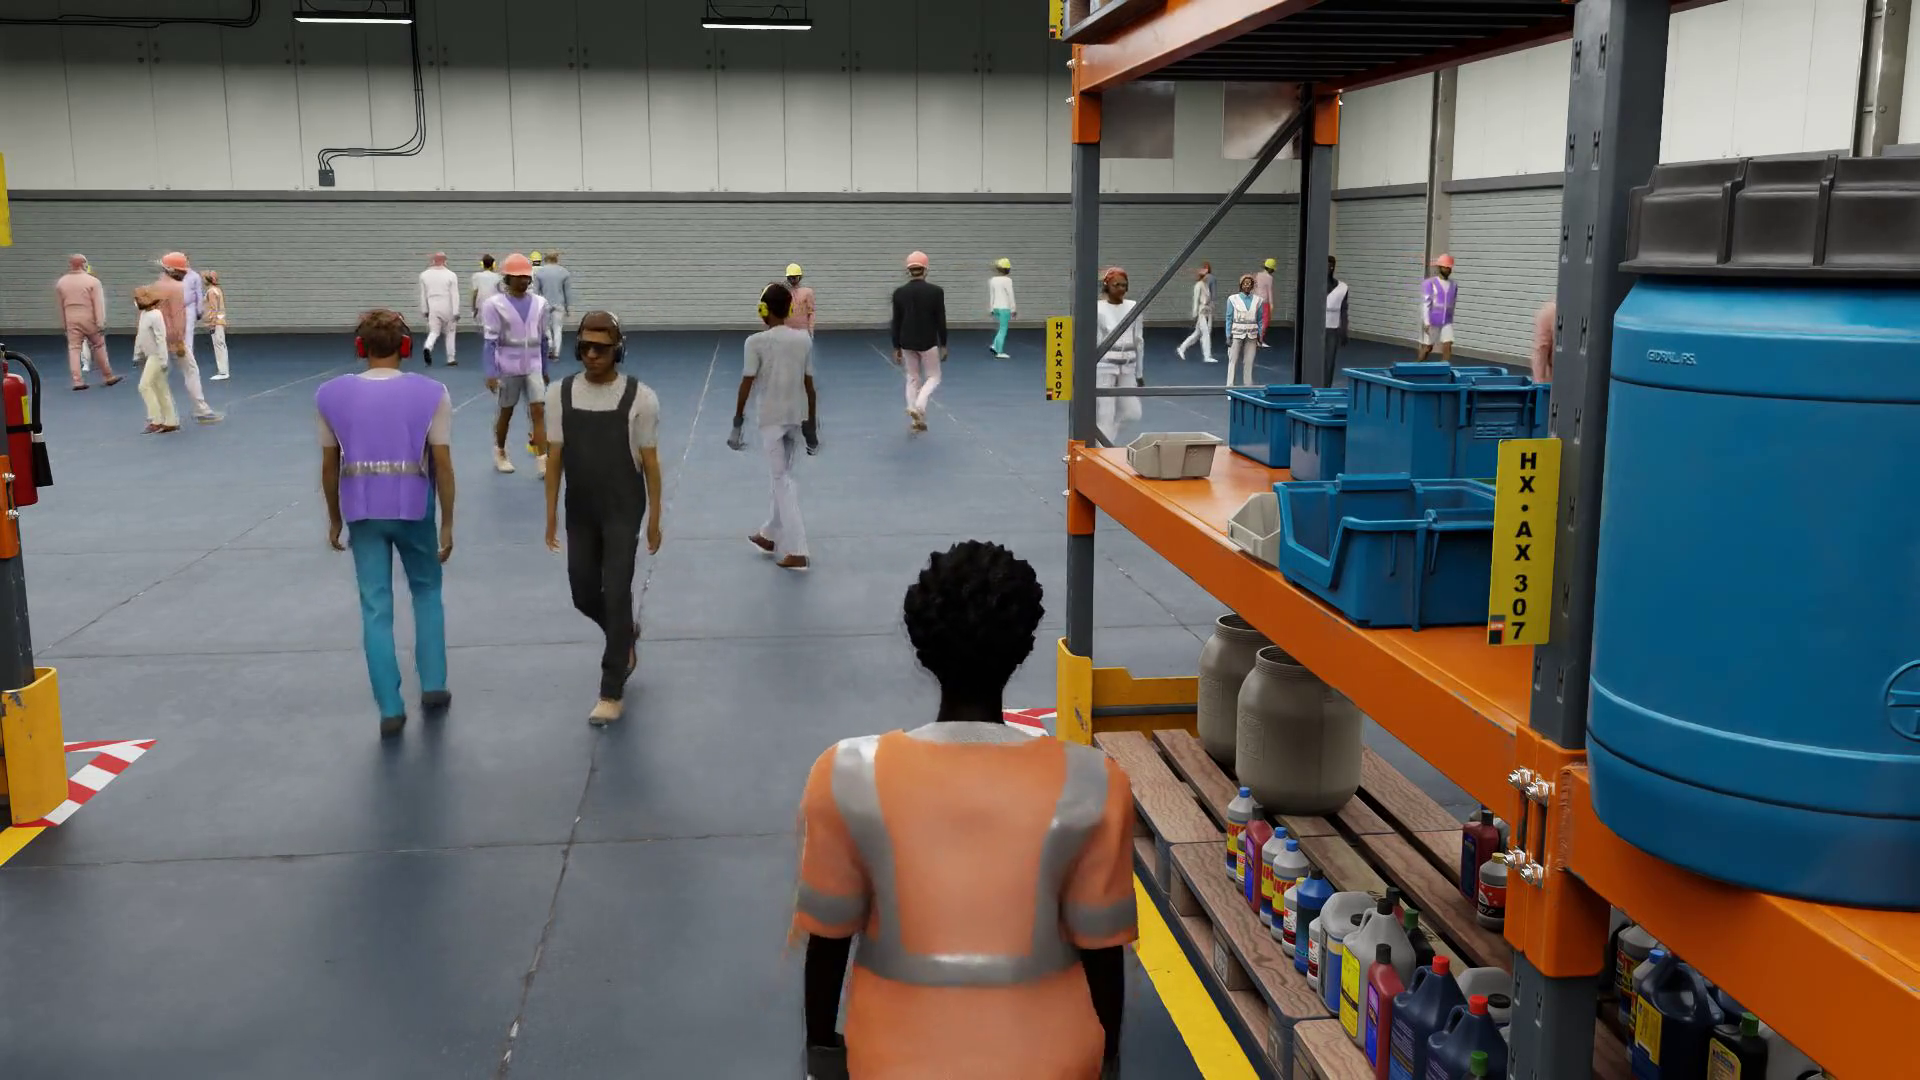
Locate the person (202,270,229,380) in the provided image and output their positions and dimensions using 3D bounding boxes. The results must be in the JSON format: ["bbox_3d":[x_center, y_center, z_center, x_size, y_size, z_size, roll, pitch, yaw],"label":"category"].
[{"bbox_3d":[-11.138,-3.211,24.879,0.311,1.638,0.523,-3,11,-16],"label":"person"}]

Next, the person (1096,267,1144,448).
[{"bbox_3d":[1.378,-1.478,14.742,0.599,1.866,0.418,-4,11,-21],"label":"person"}]

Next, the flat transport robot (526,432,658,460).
[{"bbox_3d":[-3.567,-0.915,16.044,0.652,0.197,1.431,-9,13,-40],"label":"flat transport robot"}]

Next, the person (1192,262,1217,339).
[{"bbox_3d":[5.114,-5.014,34.856,0.503,1.607,0.724,2,10,8],"label":"person"}]

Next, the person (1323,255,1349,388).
[{"bbox_3d":[4.631,-2.660,21.118,0.608,1.902,0.447,0,10,1],"label":"person"}]

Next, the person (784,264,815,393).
[{"bbox_3d":[-2.249,-2.885,22.742,0.533,1.767,0.326,2,11,12],"label":"person"}]

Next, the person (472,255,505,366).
[{"bbox_3d":[-7.786,-3.822,27.701,0.562,1.822,0.944,1,10,3],"label":"person"}]

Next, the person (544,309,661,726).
[{"bbox_3d":[-1.583,-0.131,7.494,0.511,1.822,0.726,1,10,7],"label":"person"}]

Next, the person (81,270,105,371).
[{"bbox_3d":[-14.044,-3.600,26.818,0.495,1.708,0.846,-3,11,-14],"label":"person"}]

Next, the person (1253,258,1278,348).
[{"bbox_3d":[5.853,-4.593,32.239,0.331,1.718,0.674,-5,11,-24],"label":"person"}]

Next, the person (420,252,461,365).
[{"bbox_3d":[-8.581,-3.801,27.445,0.658,1.890,0.692,2,10,10],"label":"person"}]

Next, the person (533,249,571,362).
[{"bbox_3d":[-6.995,-4.020,28.519,0.657,1.922,0.448,-4,11,-22],"label":"person"}]

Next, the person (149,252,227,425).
[{"bbox_3d":[-8.859,-2.268,18.849,0.686,1.949,0.788,7,12,34],"label":"person"}]

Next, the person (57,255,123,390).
[{"bbox_3d":[-12.295,-3.072,23.469,0.668,1.865,0.943,0,10,2],"label":"person"}]

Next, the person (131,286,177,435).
[{"bbox_3d":[-8.786,-1.936,17.986,0.546,1.609,0.495,-8,13,-36],"label":"person"}]

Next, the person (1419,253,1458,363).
[{"bbox_3d":[6.842,-3.152,23.844,0.547,1.908,0.885,-2,10,-10],"label":"person"}]

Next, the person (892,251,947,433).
[{"bbox_3d":[-0.454,-2.128,18.014,0.633,1.973,0.515,4,11,20],"label":"person"}]

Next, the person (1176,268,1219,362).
[{"bbox_3d":[4.065,-3.844,28.423,0.740,1.616,0.522,5,11,24],"label":"person"}]

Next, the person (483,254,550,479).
[{"bbox_3d":[-3.927,-1.540,14.778,0.634,1.990,1.074,-8,13,-36],"label":"person"}]

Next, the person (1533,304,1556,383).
[{"bbox_3d":[5.064,-1.284,13.729,0.646,1.854,1.003,3,11,17],"label":"person"}]

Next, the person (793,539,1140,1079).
[{"bbox_3d":[0.006,0.852,2.530,0.541,1.674,0.690,0,10,2],"label":"person"}]

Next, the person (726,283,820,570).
[{"bbox_3d":[-1.262,-0.745,10.849,0.515,1.834,0.907,-9,14,-42],"label":"person"}]

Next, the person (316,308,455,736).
[{"bbox_3d":[-2.495,-0.100,7.319,0.577,1.815,0.776,-2,11,-12],"label":"person"}]

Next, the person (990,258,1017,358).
[{"bbox_3d":[0.781,-4.069,29.259,0.378,1.750,0.535,-7,12,-32],"label":"person"}]

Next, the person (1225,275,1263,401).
[{"bbox_3d":[3.708,-2.638,21.731,0.513,1.642,0.311,-2,11,-10],"label":"person"}]

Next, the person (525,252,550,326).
[{"bbox_3d":[-8.458,-4.855,33.360,0.590,1.833,0.404,-3,11,-15],"label":"person"}]

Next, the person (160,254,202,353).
[{"bbox_3d":[-13.185,-3.931,28.192,0.639,1.875,0.872,-2,11,-13],"label":"person"}]
